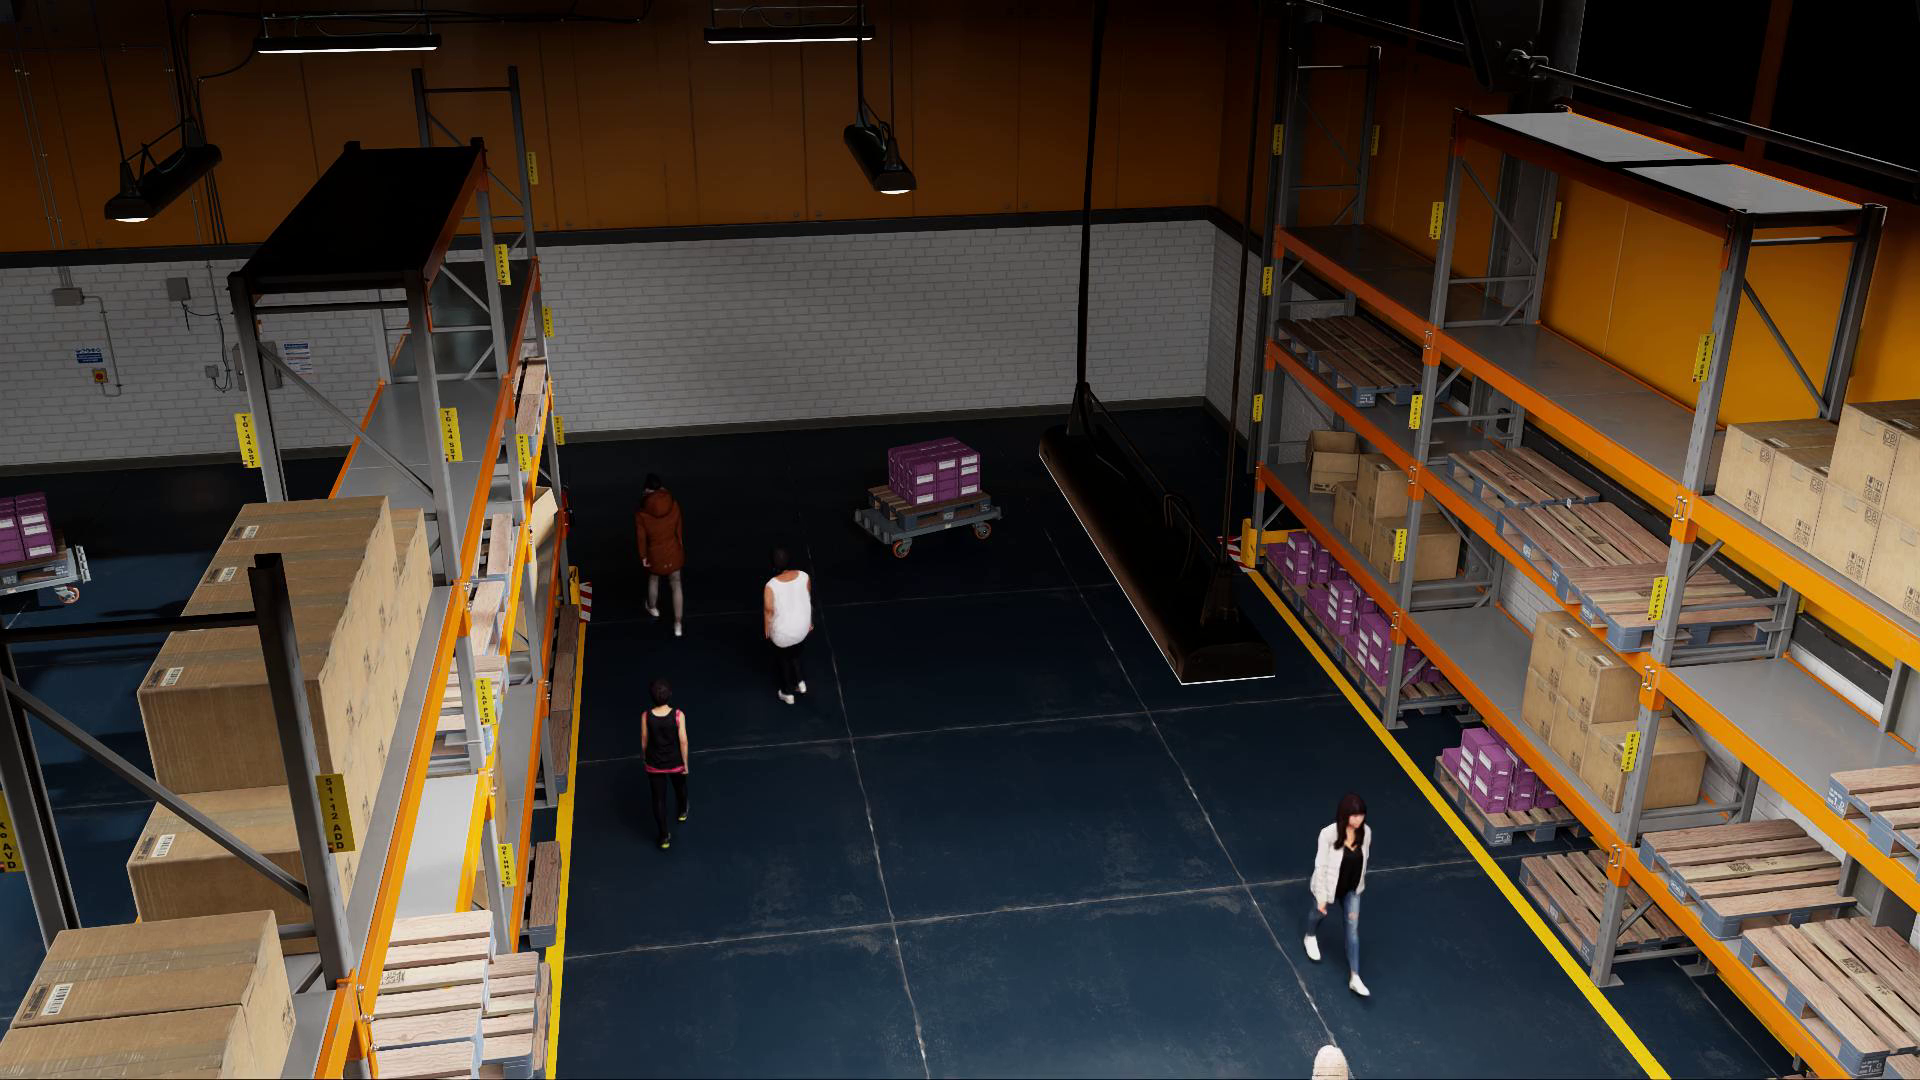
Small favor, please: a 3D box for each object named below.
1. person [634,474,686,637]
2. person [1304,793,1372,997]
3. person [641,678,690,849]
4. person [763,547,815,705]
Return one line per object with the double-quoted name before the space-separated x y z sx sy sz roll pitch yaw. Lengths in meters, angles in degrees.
"person" -3.186 0.201 17.990 0.861 1.794 1.118 -9 25 -20
"person" 2.848 2.611 12.728 0.642 1.592 1.057 -5 24 -10
"person" -2.544 1.943 14.337 0.584 1.528 0.880 -3 24 -6
"person" -1.695 0.874 16.595 0.767 1.679 0.761 -15 28 -30
